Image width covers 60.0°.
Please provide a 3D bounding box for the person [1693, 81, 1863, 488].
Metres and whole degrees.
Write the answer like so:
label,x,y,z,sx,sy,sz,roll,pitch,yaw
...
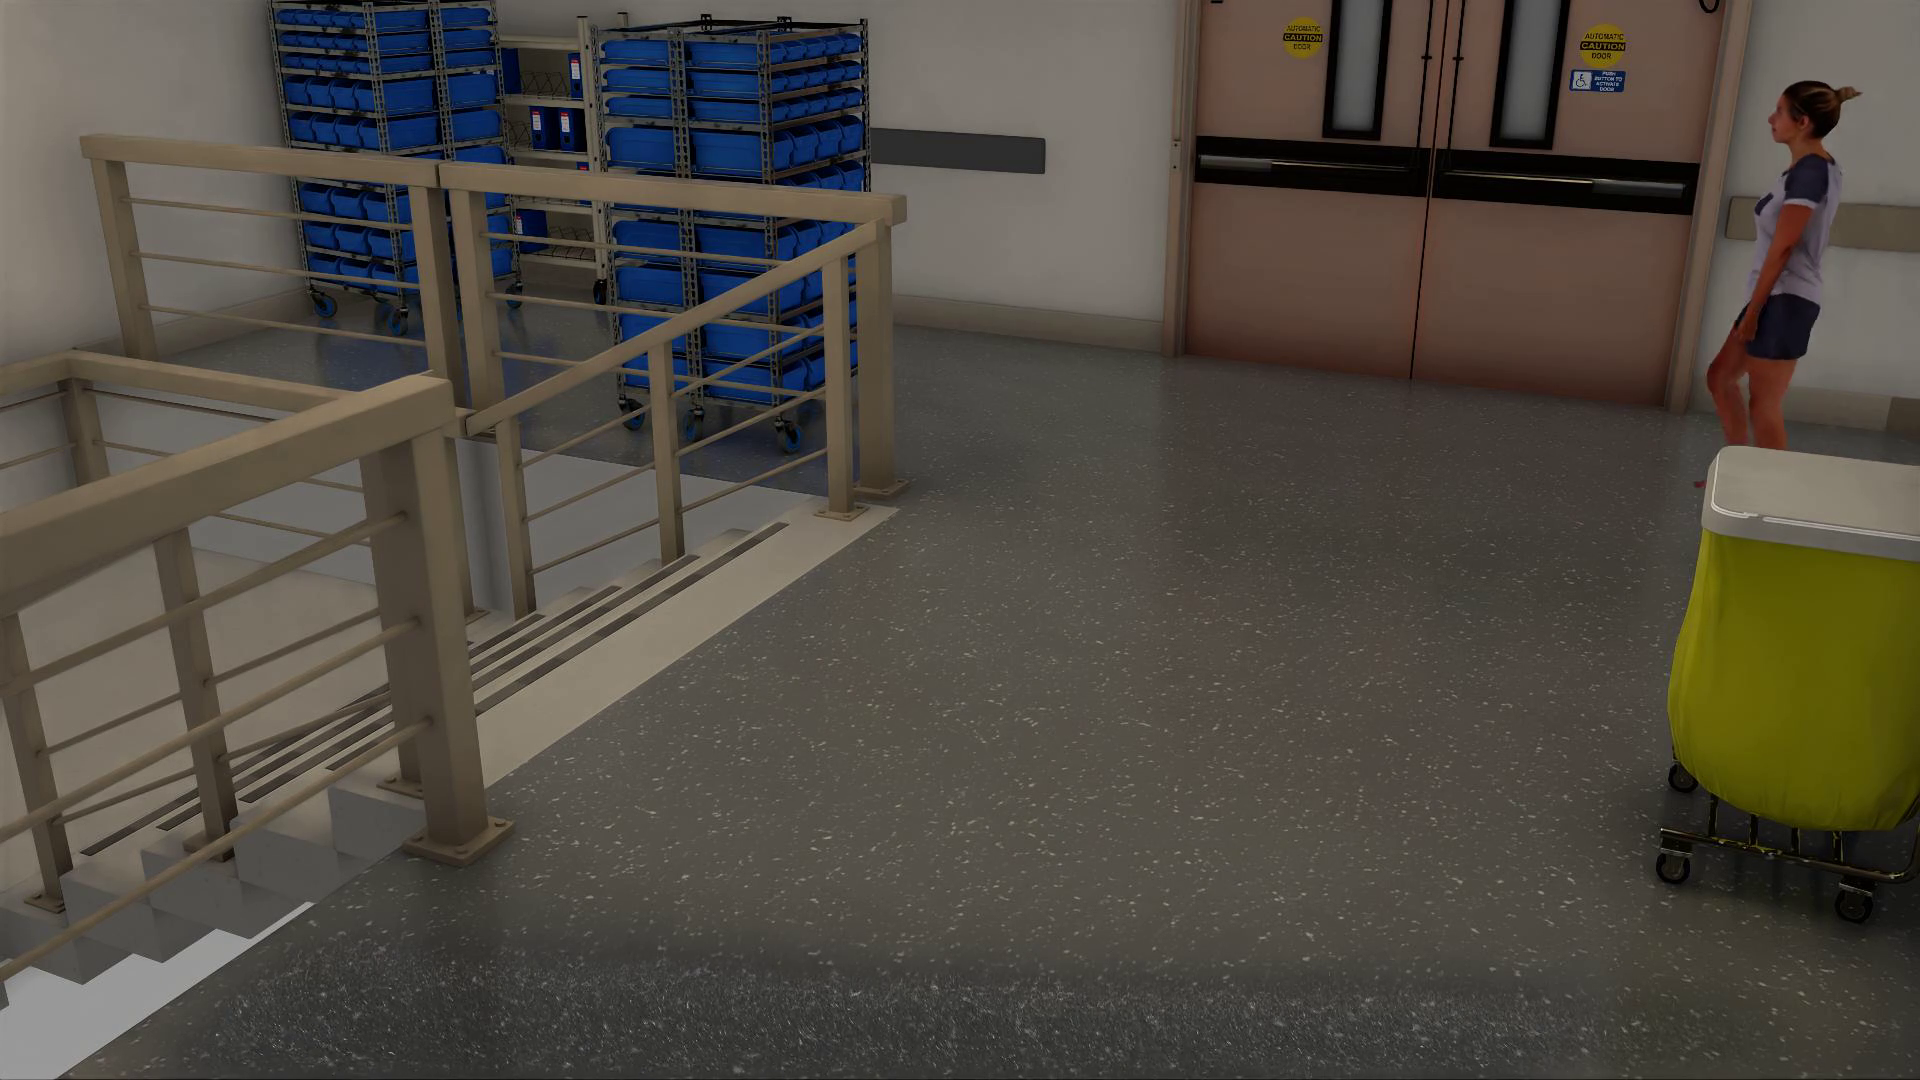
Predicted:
label,x,y,z,sx,sy,sz,roll,pitch,yaw
person,3.094,-0.841,6.106,0.610,1.610,0.593,12,24,29
